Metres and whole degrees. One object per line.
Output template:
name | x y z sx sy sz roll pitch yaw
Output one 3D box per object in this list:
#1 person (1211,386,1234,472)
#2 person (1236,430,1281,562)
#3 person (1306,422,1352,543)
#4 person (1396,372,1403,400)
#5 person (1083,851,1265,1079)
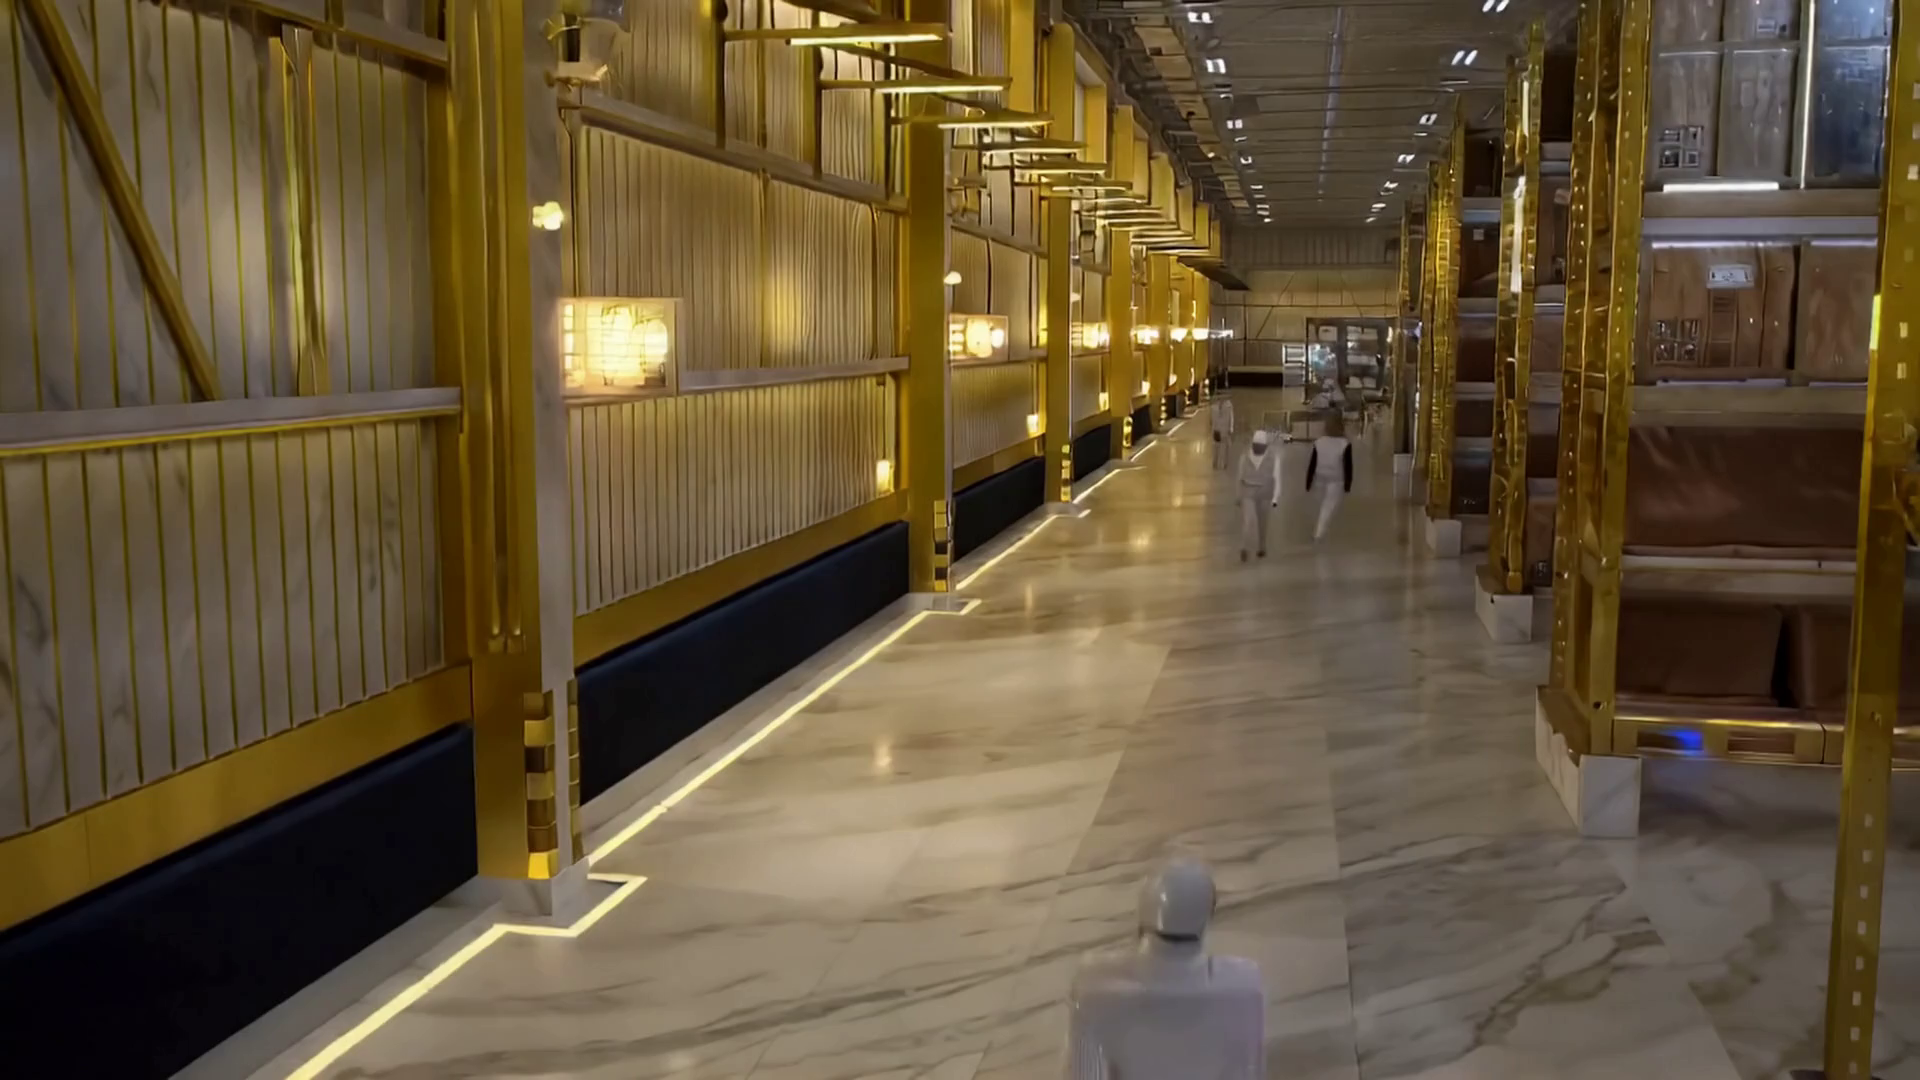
person | 5.805 -2.449 36.898 0.548 1.905 0.777 2 7 17
person | 4.023 -0.590 22.476 0.599 1.774 0.948 2 7 15
person | 5.475 -0.849 24.564 0.693 1.784 0.928 7 10 44
person | 15.880 -5.258 59.634 0.590 1.836 0.404 -1 7 -10
person | 0.607 1.695 4.757 0.534 1.626 0.364 2 7 17
